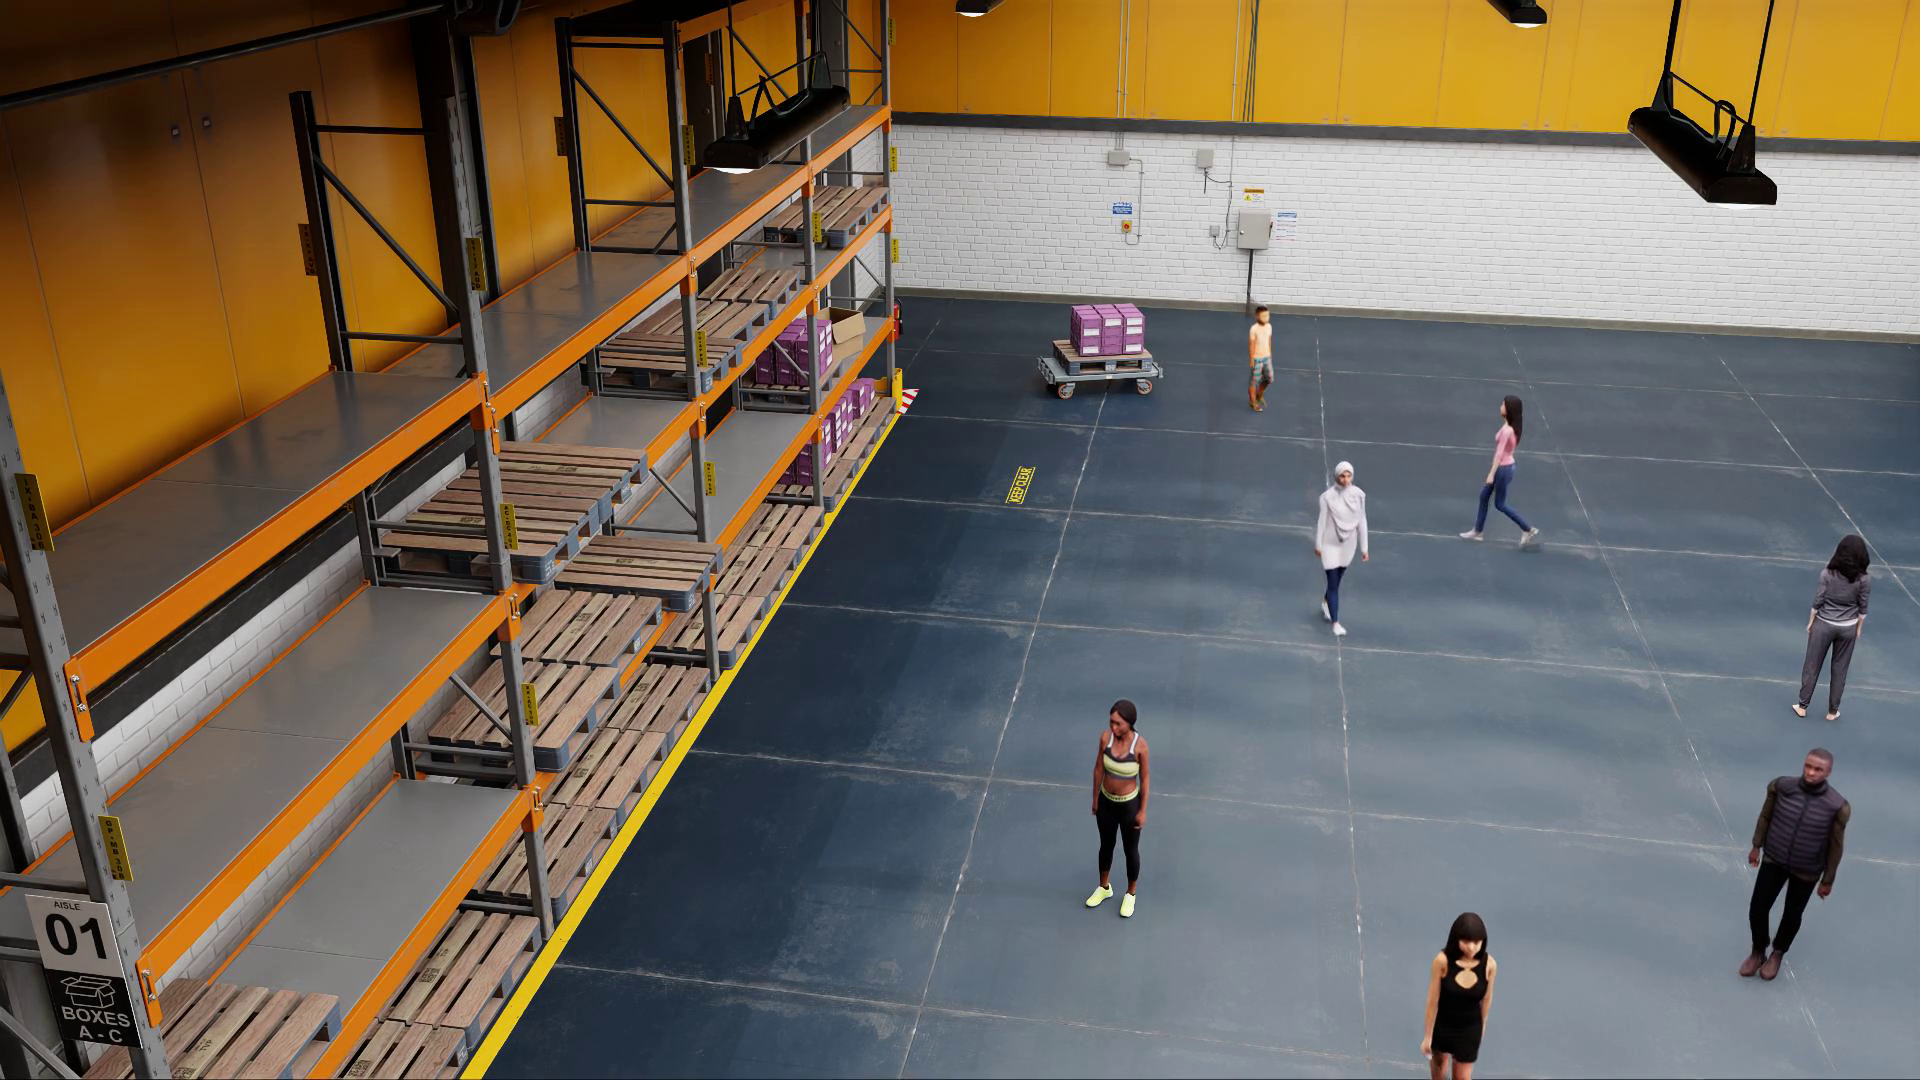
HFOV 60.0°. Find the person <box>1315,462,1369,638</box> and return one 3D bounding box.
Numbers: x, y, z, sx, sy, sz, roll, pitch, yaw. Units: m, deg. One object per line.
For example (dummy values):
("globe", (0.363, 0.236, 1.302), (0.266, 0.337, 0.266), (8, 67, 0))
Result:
("person", (3.743, 0.043, 16.507), (0.857, 1.734, 1.184), (-3, 24, -7))

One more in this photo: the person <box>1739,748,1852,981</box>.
("person", (5.765, 2.200, 11.457), (0.845, 1.827, 0.857), (19, 30, 37))

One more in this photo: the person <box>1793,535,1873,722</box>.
("person", (7.774, 0.782, 14.779), (0.631, 1.765, 0.578), (9, 25, 20))

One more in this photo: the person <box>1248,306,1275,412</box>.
("person", (4.040, -2.501, 22.674), (0.661, 1.457, 0.715), (-14, 27, -29))

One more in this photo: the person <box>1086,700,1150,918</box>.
("person", (1.178, 1.936, 12.154), (0.622, 1.753, 0.599), (12, 26, 25))

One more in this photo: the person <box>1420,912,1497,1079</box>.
("person", (2.979, 2.905, 10.105), (0.548, 1.619, 0.887), (4, 24, 10))

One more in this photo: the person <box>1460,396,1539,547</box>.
("person", (6.038, -0.724, 18.283), (0.754, 1.716, 1.028), (8, 25, 19))
